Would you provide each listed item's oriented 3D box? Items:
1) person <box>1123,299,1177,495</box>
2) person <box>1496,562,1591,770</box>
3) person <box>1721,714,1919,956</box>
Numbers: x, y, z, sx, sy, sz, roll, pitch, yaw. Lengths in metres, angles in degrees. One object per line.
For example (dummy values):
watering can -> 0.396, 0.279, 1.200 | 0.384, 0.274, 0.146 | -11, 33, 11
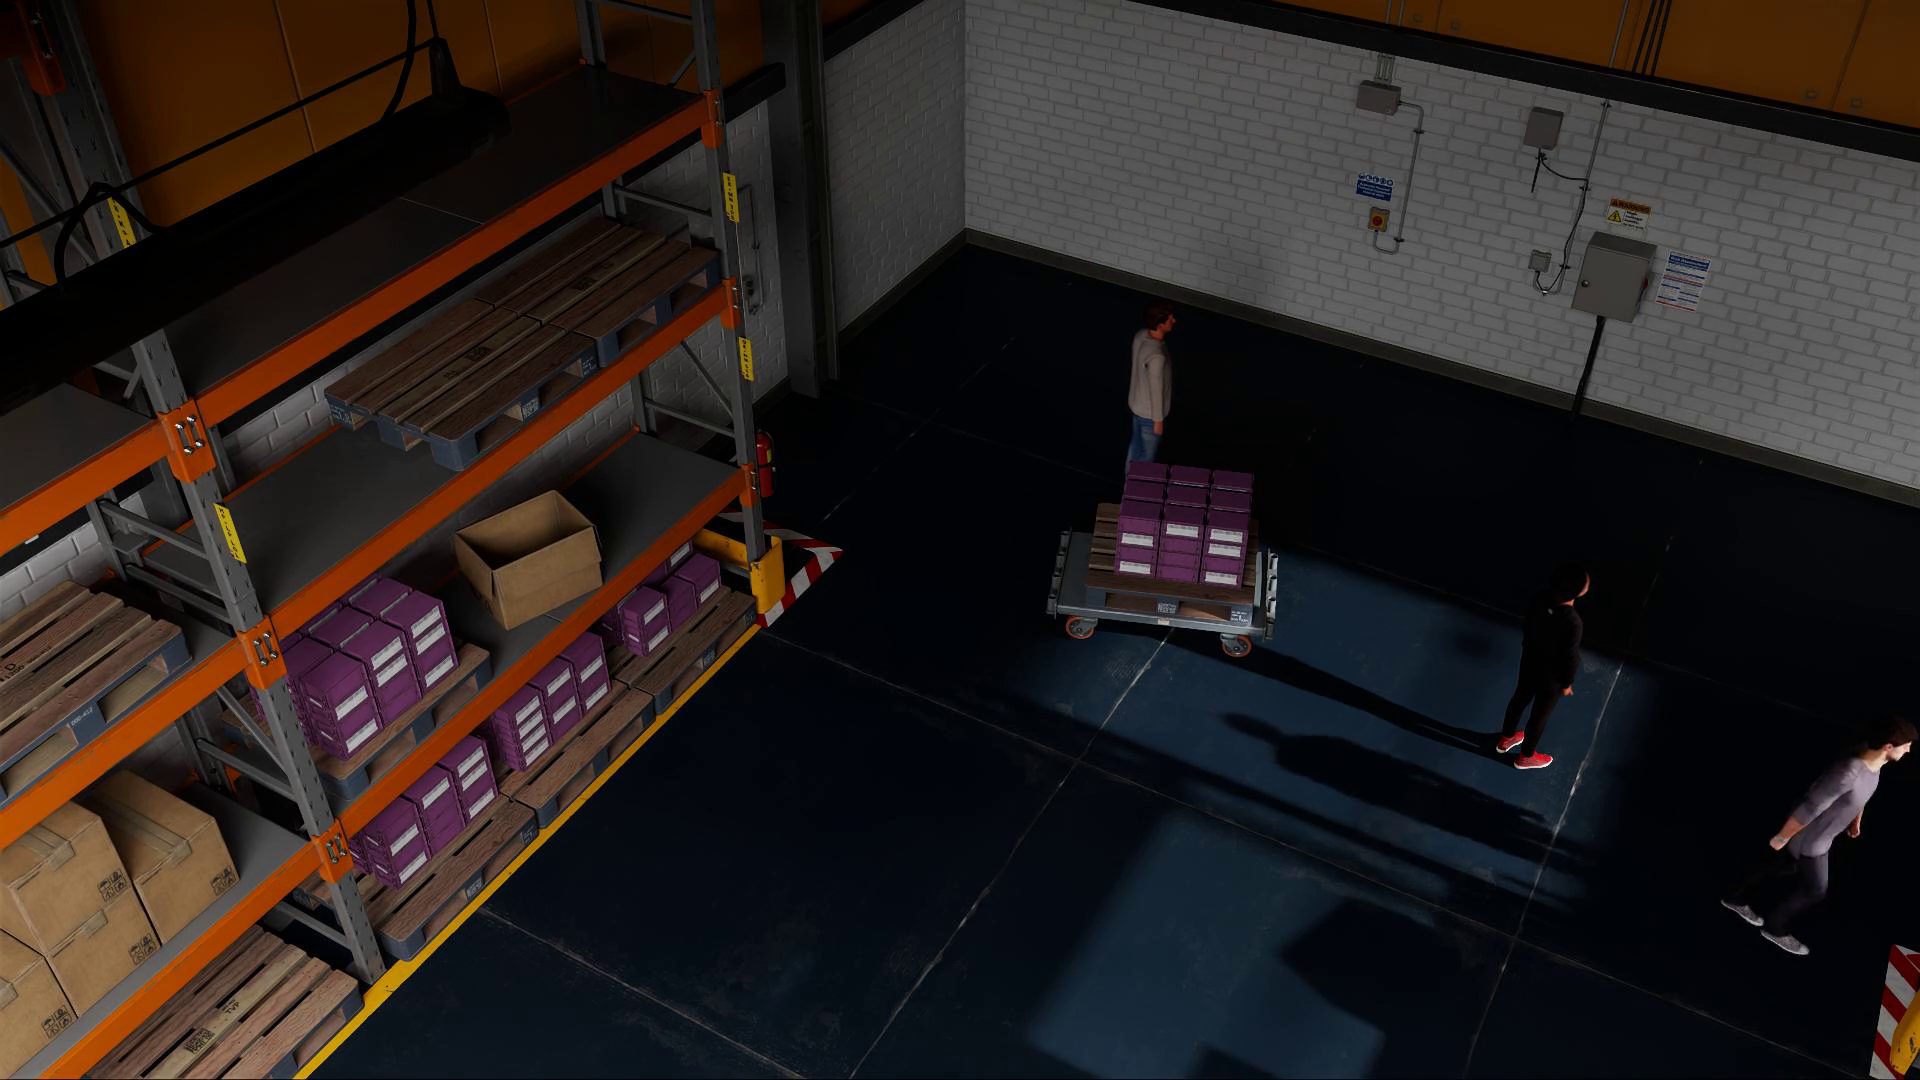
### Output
person -> 1.482, -1.050, 13.051 | 0.814, 1.903, 0.733 | -7, 39, -8
person -> 3.833, 0.818, 10.895 | 0.699, 1.675, 0.680 | -17, 42, -20
person -> 4.910, 1.672, 9.719 | 0.796, 1.807, 0.849 | -28, 46, -30
